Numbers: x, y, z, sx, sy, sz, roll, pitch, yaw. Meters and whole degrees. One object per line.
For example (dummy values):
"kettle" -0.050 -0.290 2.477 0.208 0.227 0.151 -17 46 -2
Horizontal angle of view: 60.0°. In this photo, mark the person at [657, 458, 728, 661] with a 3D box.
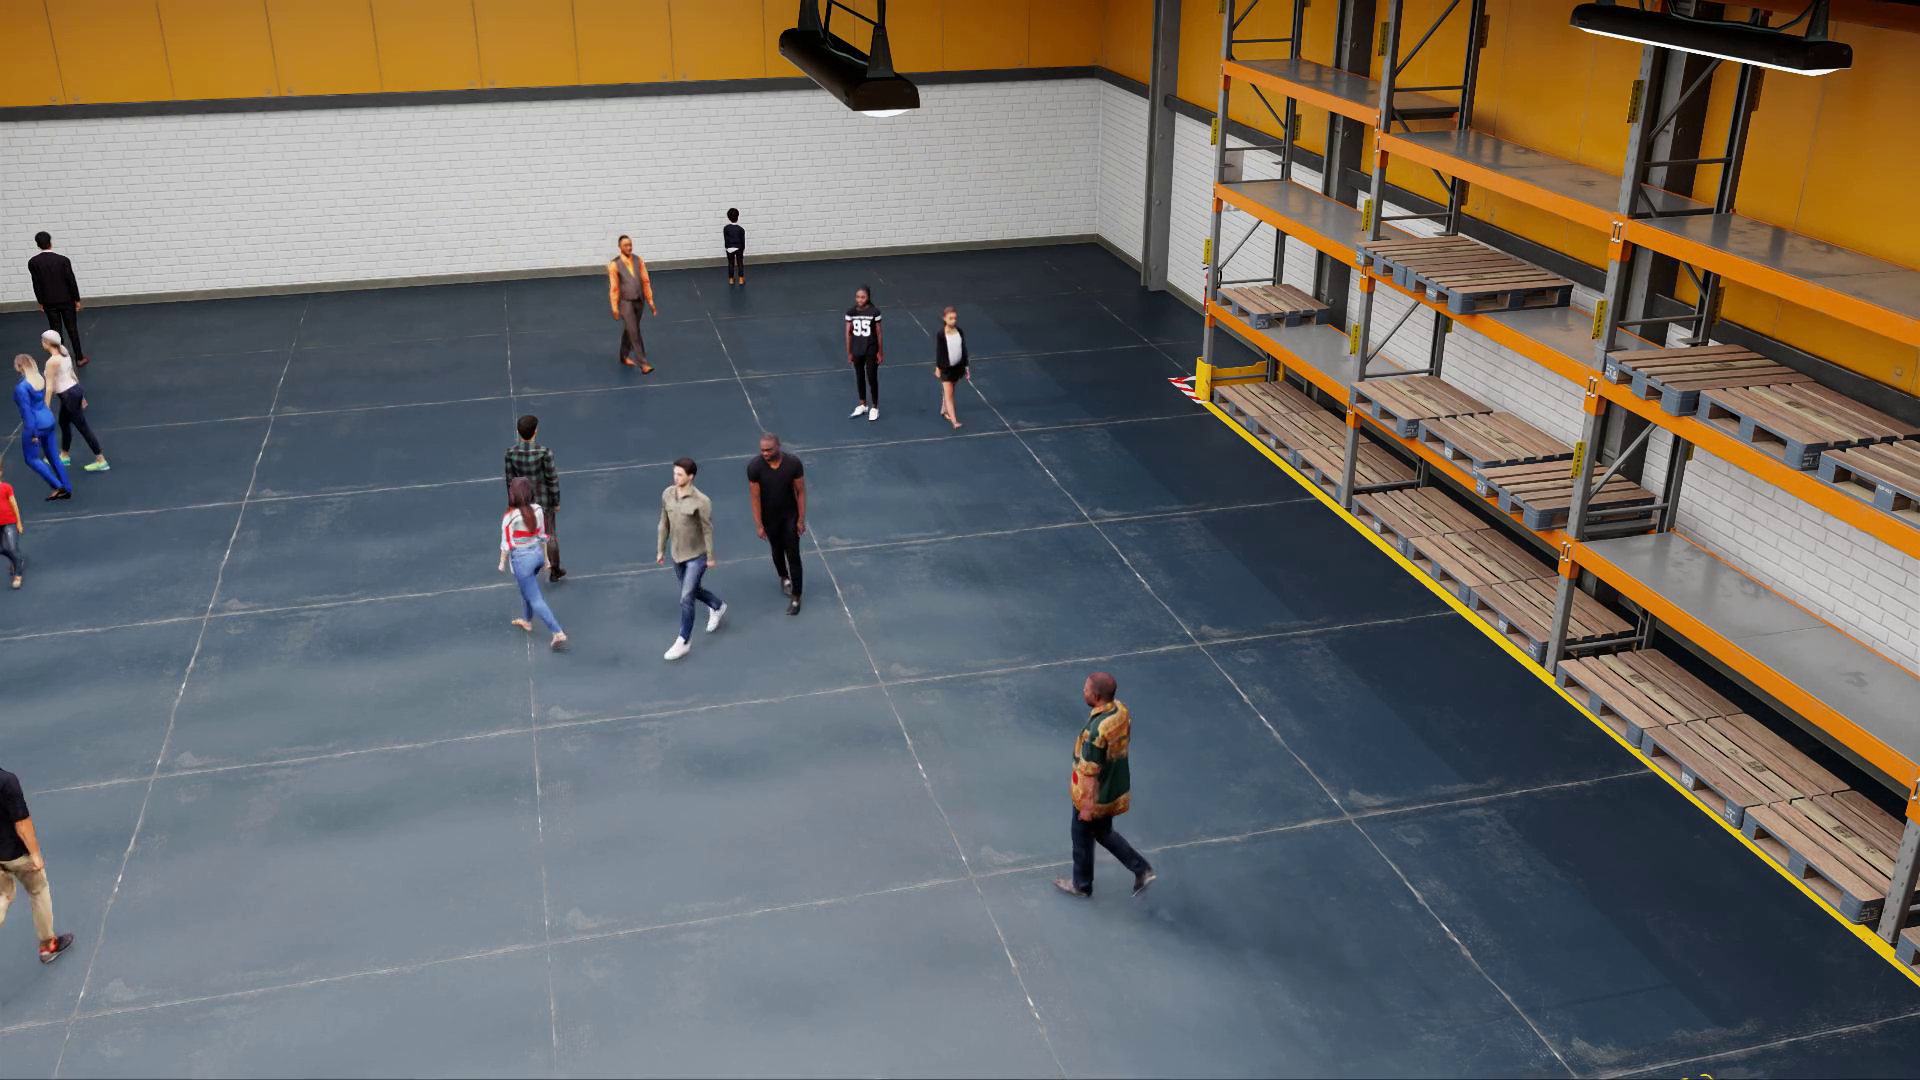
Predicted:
"person" -2.392 0.098 15.063 1.190 1.848 1.207 16 28 32

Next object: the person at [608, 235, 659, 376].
"person" -4.520 -3.205 22.605 1.098 1.858 1.335 -21 31 -40

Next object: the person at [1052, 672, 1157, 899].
"person" 1.024 1.738 11.383 1.104 1.789 1.053 12 26 25

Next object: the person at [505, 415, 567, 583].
"person" -4.156 -0.403 16.208 0.724 1.715 0.619 0 24 0

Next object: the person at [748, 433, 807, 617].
"person" -1.724 -0.219 15.896 0.879 1.761 1.168 -3 24 -6

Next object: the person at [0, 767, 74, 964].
"person" -6.178 2.038 10.649 0.873 1.828 1.069 4 24 8

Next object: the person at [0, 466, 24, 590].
"person" -9.419 -0.190 16.398 0.504 1.305 0.654 -4 24 -10

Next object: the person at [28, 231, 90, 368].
"person" -12.361 -3.293 22.774 0.701 1.884 0.553 -7 25 -16

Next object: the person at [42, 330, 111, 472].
"person" -10.121 -1.577 19.111 0.759 1.673 0.949 -3 24 -7

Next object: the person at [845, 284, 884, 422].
"person" -1.181 -2.369 20.864 0.741 1.721 0.778 7 25 16

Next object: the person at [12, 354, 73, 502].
"person" -10.018 -1.225 18.288 0.753 1.688 0.629 1 24 1

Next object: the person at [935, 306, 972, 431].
"person" -0.148 -2.162 20.652 0.649 1.511 1.086 -11 26 -23

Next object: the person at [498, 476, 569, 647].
"person" -3.866 0.227 15.103 1.101 1.579 1.016 14 27 29

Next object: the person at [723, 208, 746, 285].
"person" -3.662 -4.775 26.989 0.542 1.223 0.540 -1 24 -1
